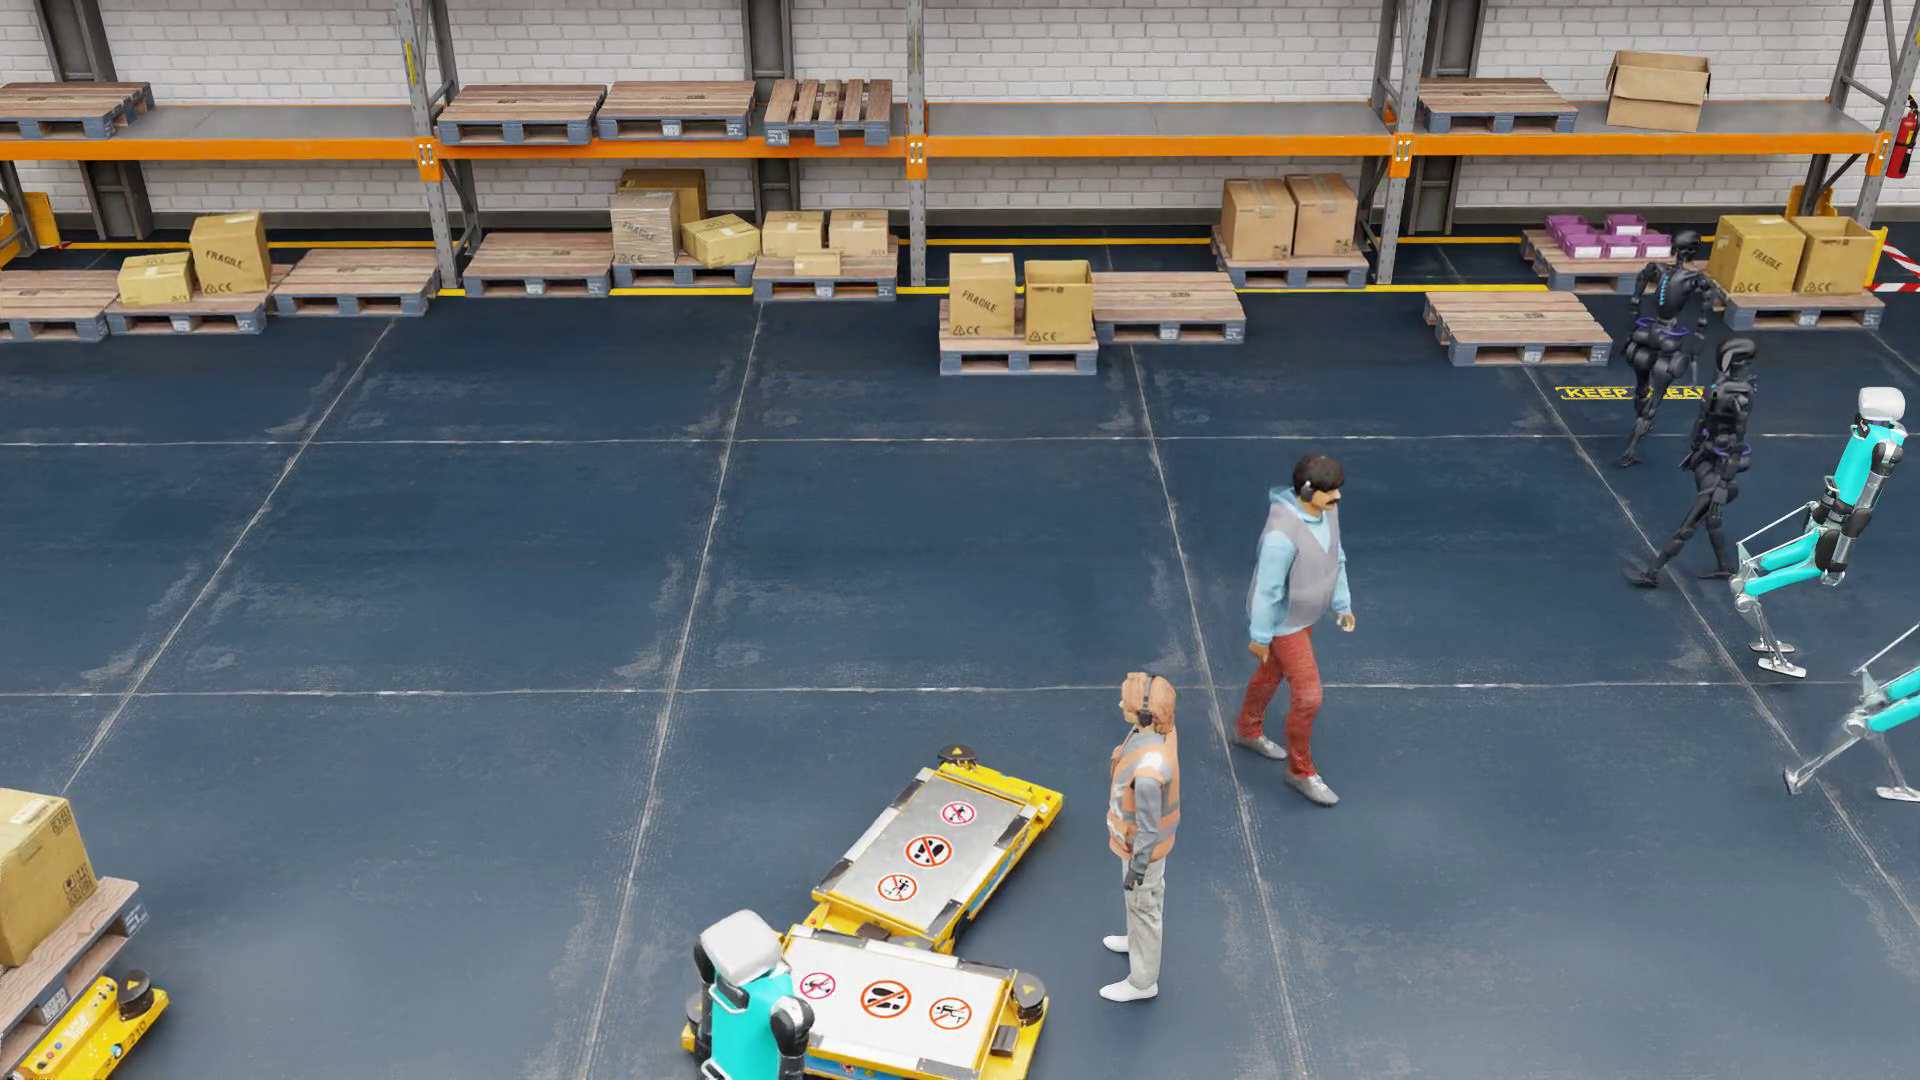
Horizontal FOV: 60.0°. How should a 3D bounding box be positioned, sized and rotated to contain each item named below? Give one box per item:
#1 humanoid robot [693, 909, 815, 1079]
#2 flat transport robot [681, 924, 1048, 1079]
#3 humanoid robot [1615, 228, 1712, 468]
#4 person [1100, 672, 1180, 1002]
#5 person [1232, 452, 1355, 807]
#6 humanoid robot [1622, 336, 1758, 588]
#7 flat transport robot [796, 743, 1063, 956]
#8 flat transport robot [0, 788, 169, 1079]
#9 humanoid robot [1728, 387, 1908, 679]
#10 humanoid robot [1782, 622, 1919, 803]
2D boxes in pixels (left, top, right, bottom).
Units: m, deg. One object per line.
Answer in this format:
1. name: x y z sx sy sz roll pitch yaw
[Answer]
1. humanoid robot: -0.851 2.088 5.526 0.754 1.806 0.533 -25 39 -35
2. flat transport robot: -0.393 2.014 7.057 1.431 0.231 0.659 8 32 14
3. humanoid robot: 4.778 -1.325 11.269 0.713 1.631 0.590 -22 37 -32
4. person: 0.764 1.249 6.998 0.306 1.639 0.523 5 31 8
5. person: 1.735 0.414 8.187 0.822 1.848 0.542 20 36 30
6. humanoid robot: 4.406 -0.454 9.826 0.754 1.626 0.616 1 31 2
7. flat transport robot: -0.114 1.509 7.899 0.659 0.231 1.431 16 34 24
8. flat transport robot: -4.196 2.024 7.041 1.431 0.231 0.659 7 32 11
9. humanoid robot: 4.505 -0.057 8.950 0.735 1.677 0.533 7 32 12
10. humanoid robot: 4.547 0.597 8.061 0.851 1.846 0.559 7 32 12
